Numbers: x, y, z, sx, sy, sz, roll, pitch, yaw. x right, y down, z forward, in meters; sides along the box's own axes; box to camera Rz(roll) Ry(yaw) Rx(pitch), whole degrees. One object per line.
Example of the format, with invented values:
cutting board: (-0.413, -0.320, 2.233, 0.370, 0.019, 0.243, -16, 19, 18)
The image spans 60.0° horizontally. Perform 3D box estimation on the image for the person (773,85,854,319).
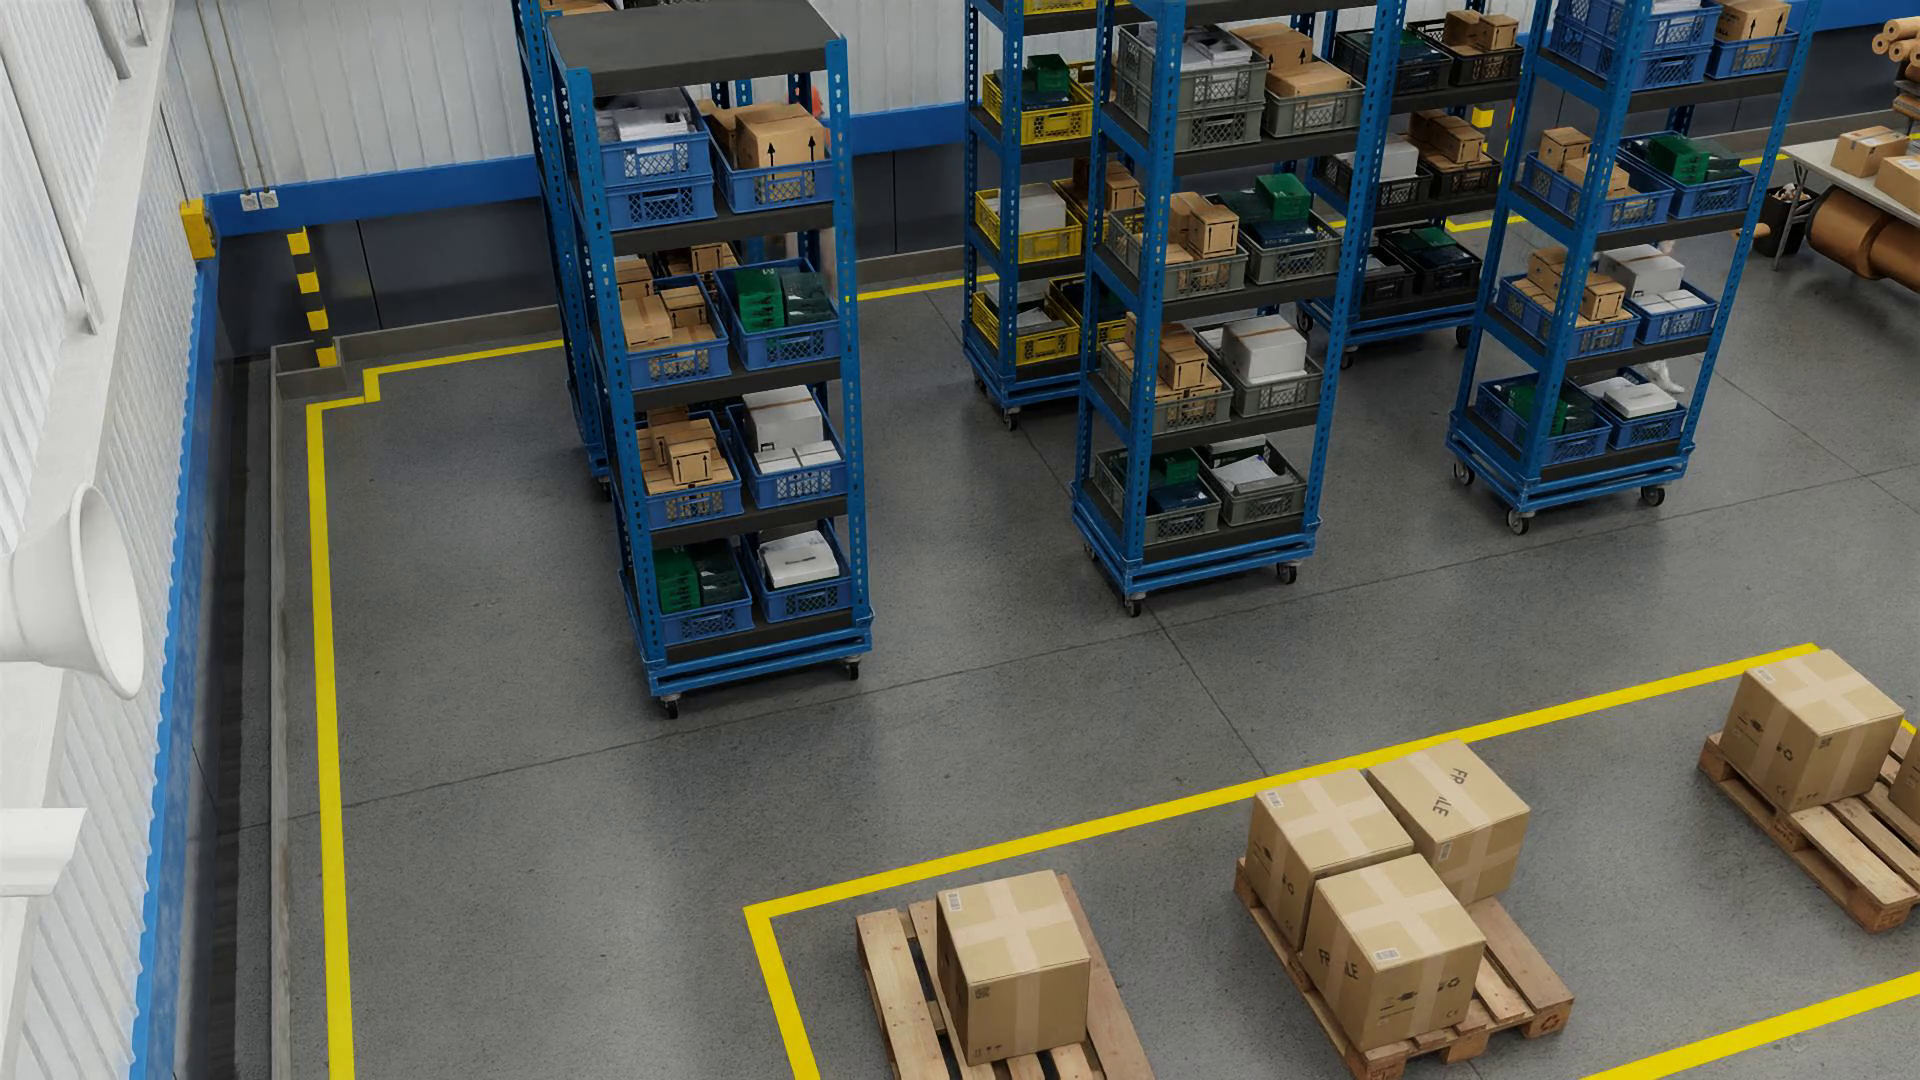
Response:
person: (-1.054, -2.275, 11.785, 0.608, 1.988, 0.397, 0, 35, 0)
